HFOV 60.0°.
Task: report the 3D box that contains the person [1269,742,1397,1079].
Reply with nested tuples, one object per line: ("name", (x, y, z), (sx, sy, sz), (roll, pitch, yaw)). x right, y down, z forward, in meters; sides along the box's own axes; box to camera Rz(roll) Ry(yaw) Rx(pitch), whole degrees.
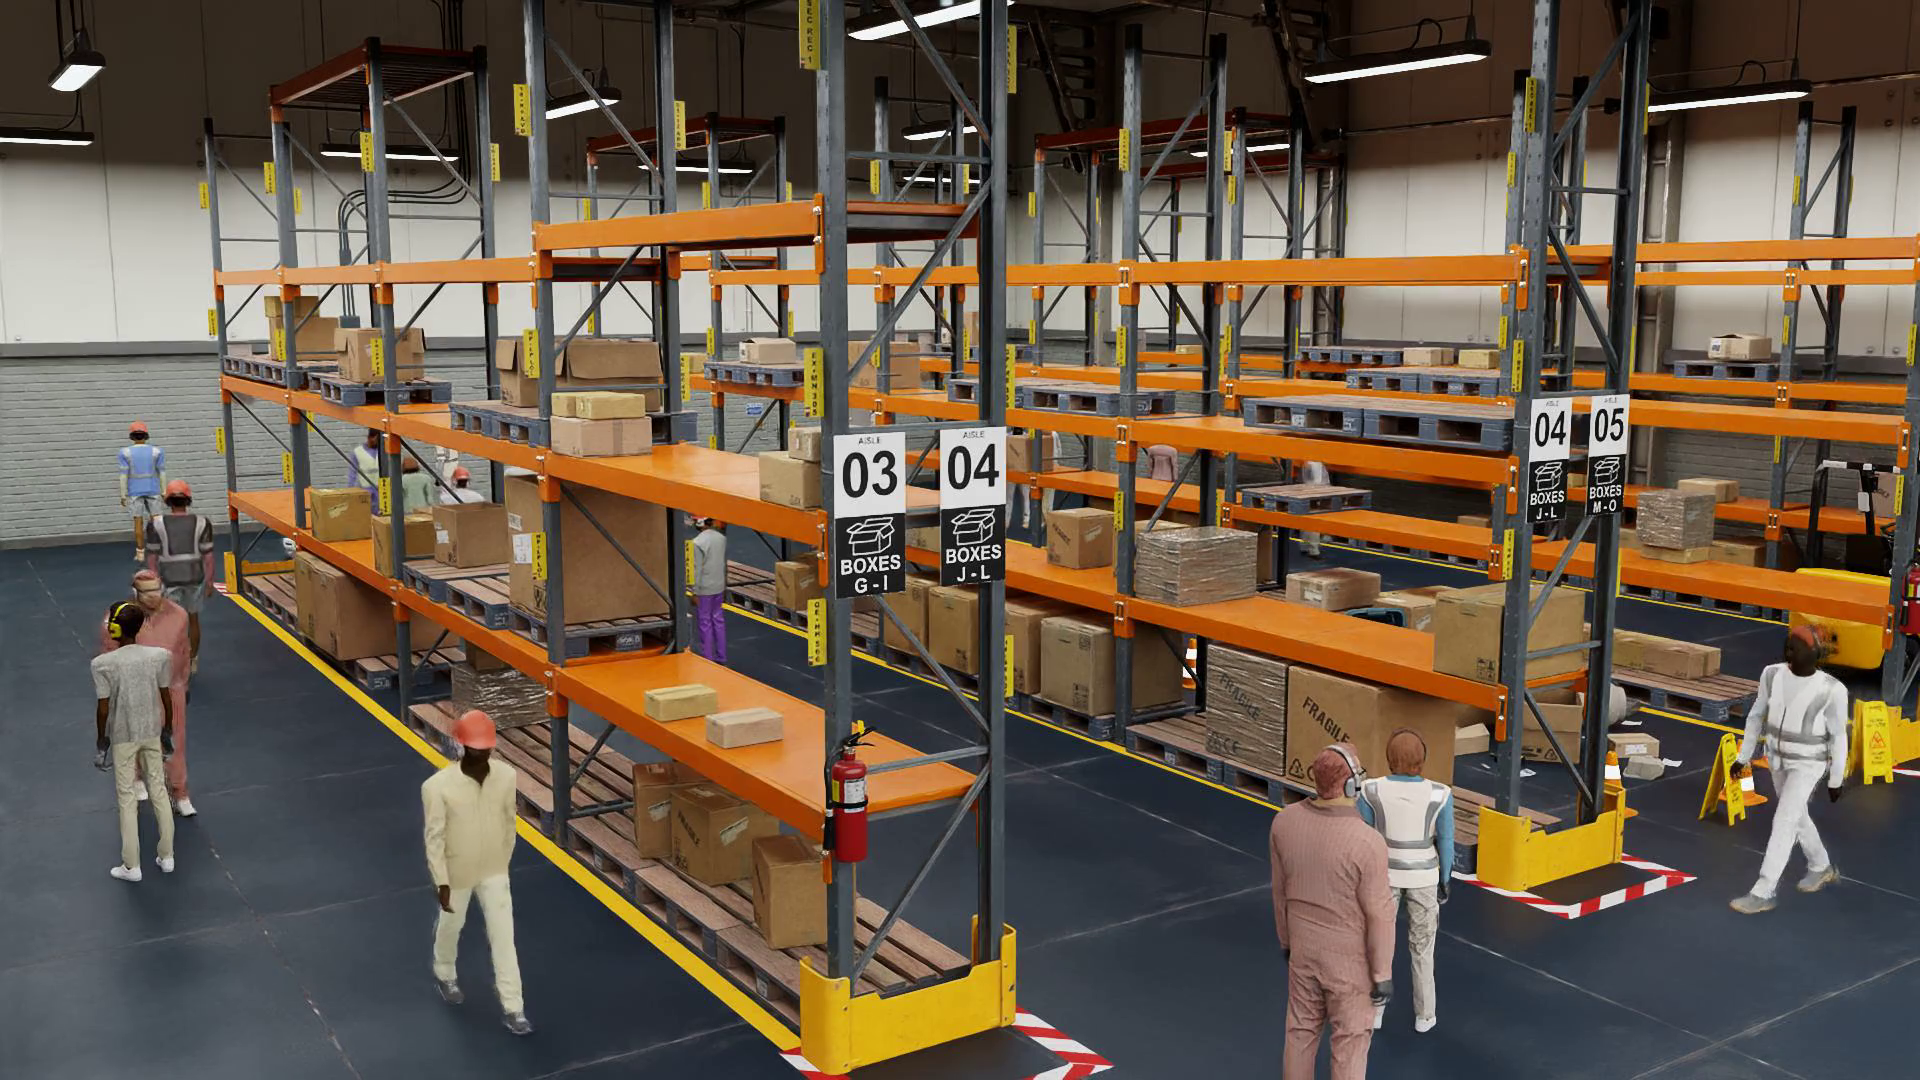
("person", (1.697, 1.847, 7.491), (0.411, 1.913, 0.643), (-7, 11, -38))

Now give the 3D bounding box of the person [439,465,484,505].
("person", (-6.229, -0.069, 20.833), (0.570, 1.734, 0.685), (-6, 10, -33))

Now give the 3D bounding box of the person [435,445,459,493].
("person", (-8.336, -1.087, 26.991), (0.371, 1.923, 0.586), (2, 9, 11))

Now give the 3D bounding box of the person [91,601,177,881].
("person", (-5.496, 1.328, 11.071), (0.325, 1.877, 0.521), (8, 11, 41))

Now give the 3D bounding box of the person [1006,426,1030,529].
("person", (0.943, -1.091, 27.328), (0.627, 1.836, 0.429), (1, 9, 9))

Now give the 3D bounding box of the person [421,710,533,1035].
("person", (-2.618, 1.739, 8.921), (0.556, 1.713, 0.913), (-7, 11, -38))

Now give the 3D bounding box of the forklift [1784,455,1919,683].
("forklift", (9.643, 0.253, 17.172), (2.313, 2.155, 1.214), (-6, 10, -33))

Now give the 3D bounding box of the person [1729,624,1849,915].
("person", (5.335, 1.427, 10.581), (0.998, 1.842, 0.592), (-4, 9, -23))

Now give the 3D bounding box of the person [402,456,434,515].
("person", (-7.708, -0.391, 23.425), (0.511, 1.591, 0.839), (-5, 10, -31))

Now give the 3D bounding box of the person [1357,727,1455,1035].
("person", (2.330, 1.791, 8.751), (0.514, 1.645, 0.308), (2, 9, 14))

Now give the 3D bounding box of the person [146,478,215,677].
("person", (-7.851, 0.392, 16.795), (0.630, 2.026, 0.493), (-5, 10, -32))

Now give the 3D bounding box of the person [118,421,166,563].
("person", (-11.781, -0.694, 23.985), (0.614, 2.039, 0.394), (-6, 10, -35))

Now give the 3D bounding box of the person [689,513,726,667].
("person", (-2.621, 0.484, 17.131), (0.357, 1.742, 0.571), (4, 9, 23))

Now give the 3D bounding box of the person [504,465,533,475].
("person", (-6.004, -0.394, 22.703), (0.521, 1.823, 0.946), (-7, 11, -38))

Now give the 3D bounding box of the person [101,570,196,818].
("person", (-6.119, 1.124, 12.537), (0.652, 1.858, 1.004), (-8, 12, -43))

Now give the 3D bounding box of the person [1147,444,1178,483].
("person", (3.245, -0.943, 26.553), (0.533, 1.767, 0.326), (6, 10, 33))

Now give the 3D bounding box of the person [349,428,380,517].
("person", (-8.944, -0.784, 25.283), (0.609, 1.859, 0.937), (-7, 11, -41))

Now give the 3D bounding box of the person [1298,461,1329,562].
("person", (5.142, -0.585, 24.116), (0.407, 1.790, 0.660), (0, 9, 2))

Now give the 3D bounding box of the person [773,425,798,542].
("person", (-2.679, -0.876, 25.807), (0.664, 1.856, 0.630), (1, 9, 9))
